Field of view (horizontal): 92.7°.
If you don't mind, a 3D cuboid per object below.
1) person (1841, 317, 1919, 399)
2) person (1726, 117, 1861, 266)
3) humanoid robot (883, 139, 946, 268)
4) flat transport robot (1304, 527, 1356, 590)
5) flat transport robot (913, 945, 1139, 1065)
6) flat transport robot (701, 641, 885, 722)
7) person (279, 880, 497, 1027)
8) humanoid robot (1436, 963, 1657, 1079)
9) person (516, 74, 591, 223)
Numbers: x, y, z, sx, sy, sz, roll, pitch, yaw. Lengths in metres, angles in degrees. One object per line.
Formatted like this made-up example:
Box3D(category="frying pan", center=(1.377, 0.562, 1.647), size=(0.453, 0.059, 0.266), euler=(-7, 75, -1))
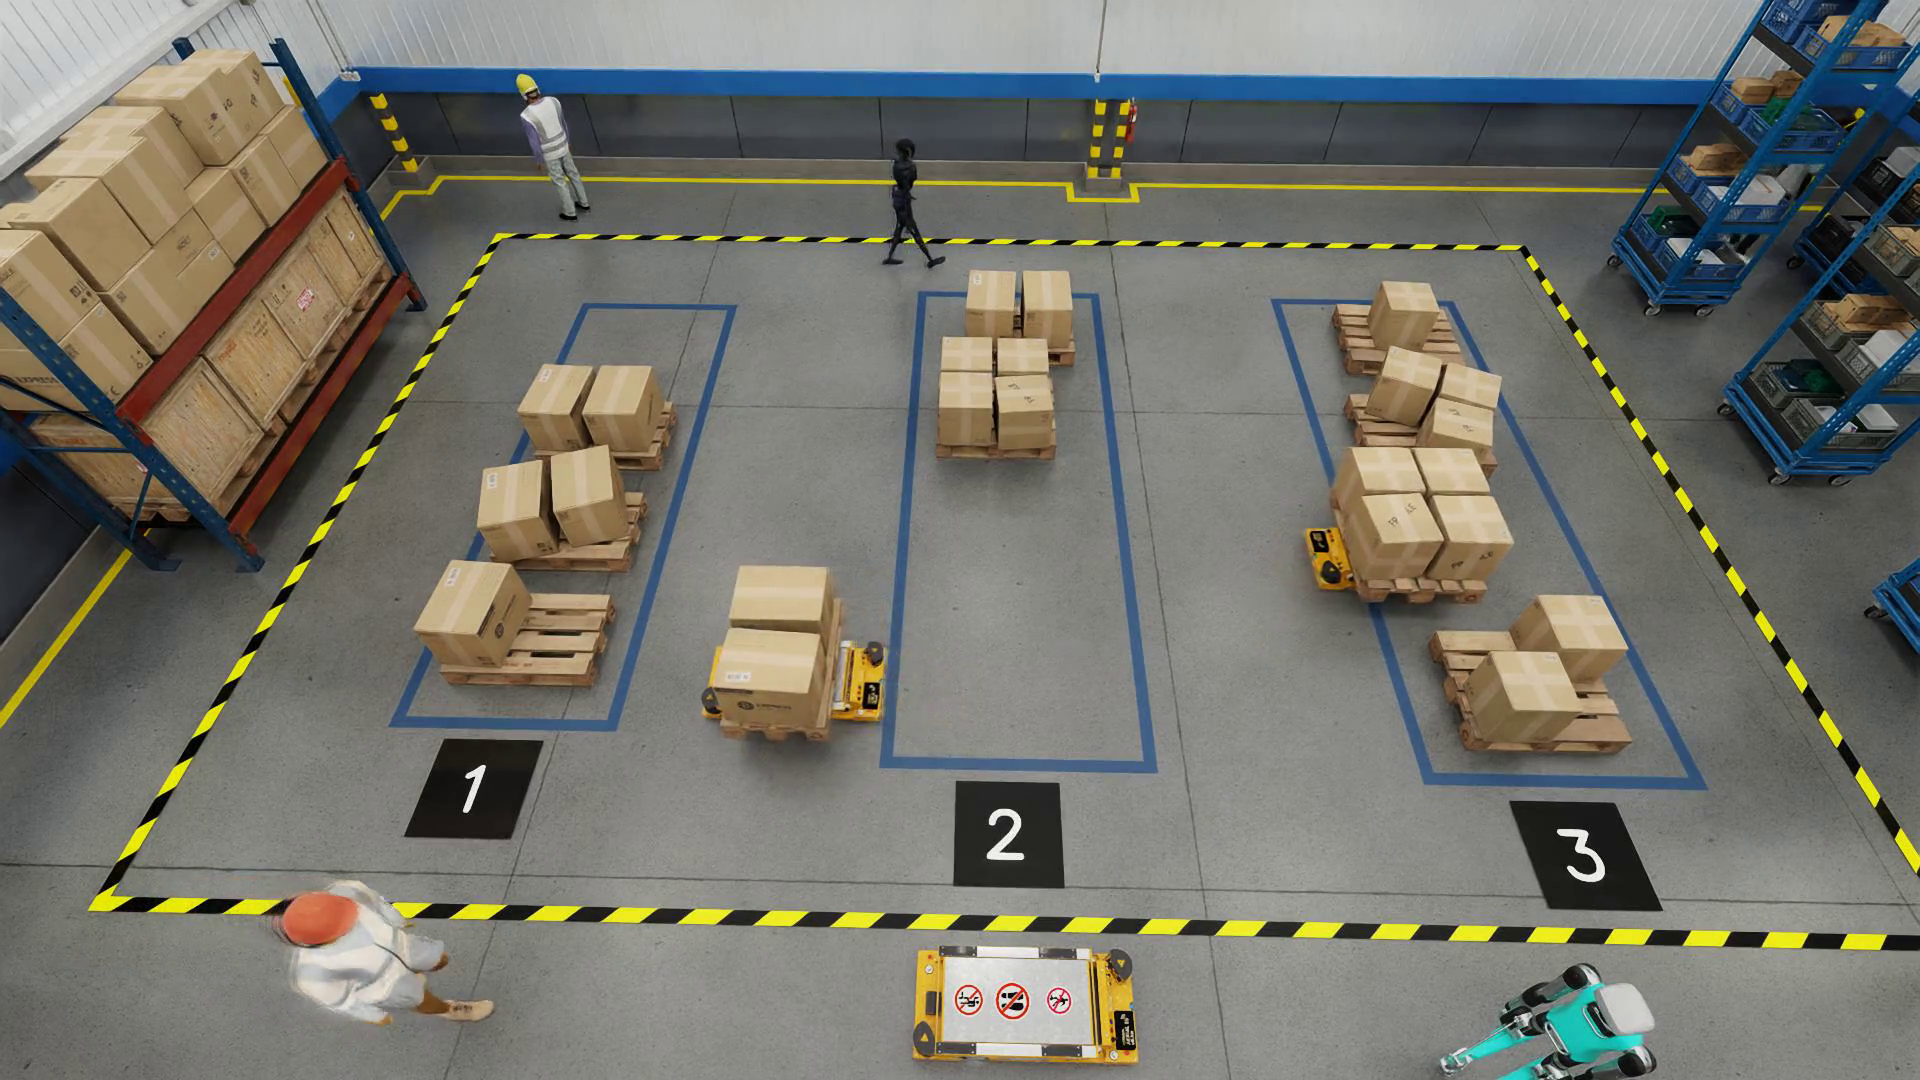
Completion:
Box3D(category="person", center=(9.654, -2.141, 9.198), size=(0.509, 1.872, 0.329), euler=(3, 51, 3))
Box3D(category="person", center=(9.846, -4.203, 10.905), size=(0.352, 1.836, 0.671), euler=(14, 52, 11))
Box3D(category="humanoid robot", center=(-0.588, -3.990, 10.857), size=(0.773, 1.624, 0.615), euler=(-5, 51, -4))
Box3D(category="flat transport robot", center=(3.948, 0.143, 8.351), size=(1.431, 0.197, 0.652), euler=(1, 51, 1))
Box3D(category="flat transport robot", center=(0.422, 3.041, 6.007), size=(1.431, 0.231, 0.659), euler=(1, 51, 1))
Box3D(category="flat transport robot", center=(-1.356, 1.143, 7.536), size=(1.431, 0.197, 0.652), euler=(1, 51, 1))
Box3D(category="person", center=(-3.413, 2.470, 5.343), size=(0.606, 2.029, 0.609), euler=(0, 51, 0))
Box3D(category="humanoid robot", center=(3.093, 2.872, 5.110), size=(0.735, 1.677, 0.533), euler=(-11, 52, -9))
Box3D(category="person", center=(-5.099, -4.871, 11.454), size=(0.404, 1.821, 0.588), euler=(23, 55, 18))
